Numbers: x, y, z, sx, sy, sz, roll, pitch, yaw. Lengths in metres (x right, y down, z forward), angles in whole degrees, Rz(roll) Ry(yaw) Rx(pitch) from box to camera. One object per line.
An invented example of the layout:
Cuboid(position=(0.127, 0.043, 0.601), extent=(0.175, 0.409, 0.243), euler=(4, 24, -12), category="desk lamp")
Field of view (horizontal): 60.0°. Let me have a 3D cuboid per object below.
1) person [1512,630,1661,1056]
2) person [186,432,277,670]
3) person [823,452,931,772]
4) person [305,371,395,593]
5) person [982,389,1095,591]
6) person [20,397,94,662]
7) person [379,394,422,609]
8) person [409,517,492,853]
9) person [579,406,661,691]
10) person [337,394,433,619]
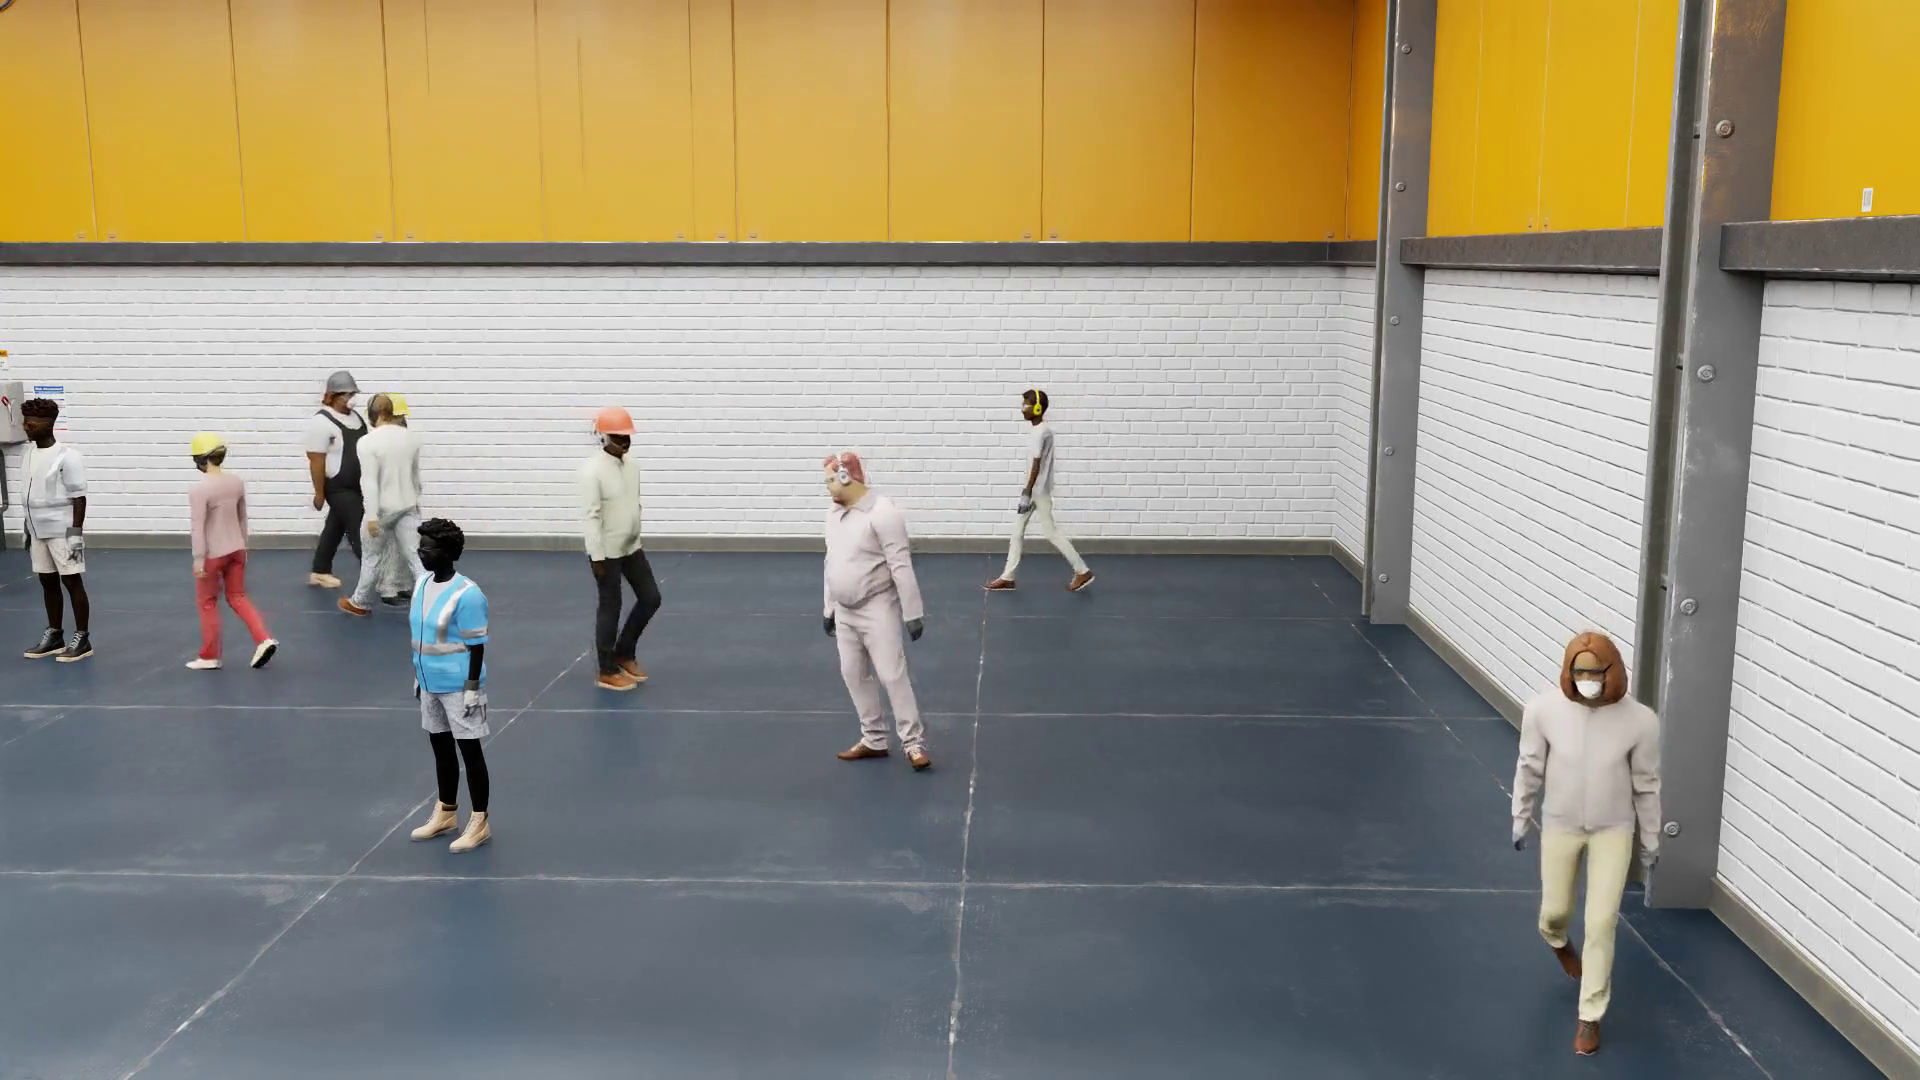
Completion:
Cuboid(position=(2.429, 1.102, 6.458), extent=(0.534, 1.603, 0.658), euler=(4, 11, 23), category="person")
Cuboid(position=(-5.286, 0.091, 11.967), extent=(0.675, 1.740, 0.544), euler=(3, 10, 18), category="person")
Cuboid(position=(-0.508, 0.419, 9.722), extent=(0.473, 1.865, 0.777), euler=(-9, 13, -43), category="person")
Cuboid(position=(-5.454, -0.549, 14.854), extent=(1.047, 2.000, 0.690), euler=(1, 10, 8), category="person")
Cuboid(position=(0.730, -0.432, 14.813), extent=(0.979, 1.831, 0.520), euler=(-1, 10, -4), category="person")
Cuboid(position=(-6.721, -0.079, 12.319), extent=(0.601, 1.967, 0.367), euler=(4, 11, 24), category="person")
Cuboid(position=(-4.815, -0.338, 14.233), extent=(0.404, 1.828, 0.600), euler=(2, 10, 12), category="person")
Cuboid(position=(-2.585, 0.725, 8.404), extent=(0.532, 1.696, 0.319), euler=(7, 12, 36), category="person")
Cuboid(position=(-2.342, 0.066, 11.434), extent=(0.458, 1.972, 0.647), euler=(5, 11, 26), category="person")
Cuboid(position=(-4.679, -0.253, 13.591), extent=(1.021, 1.882, 0.661), euler=(5, 11, 27), category="person")
